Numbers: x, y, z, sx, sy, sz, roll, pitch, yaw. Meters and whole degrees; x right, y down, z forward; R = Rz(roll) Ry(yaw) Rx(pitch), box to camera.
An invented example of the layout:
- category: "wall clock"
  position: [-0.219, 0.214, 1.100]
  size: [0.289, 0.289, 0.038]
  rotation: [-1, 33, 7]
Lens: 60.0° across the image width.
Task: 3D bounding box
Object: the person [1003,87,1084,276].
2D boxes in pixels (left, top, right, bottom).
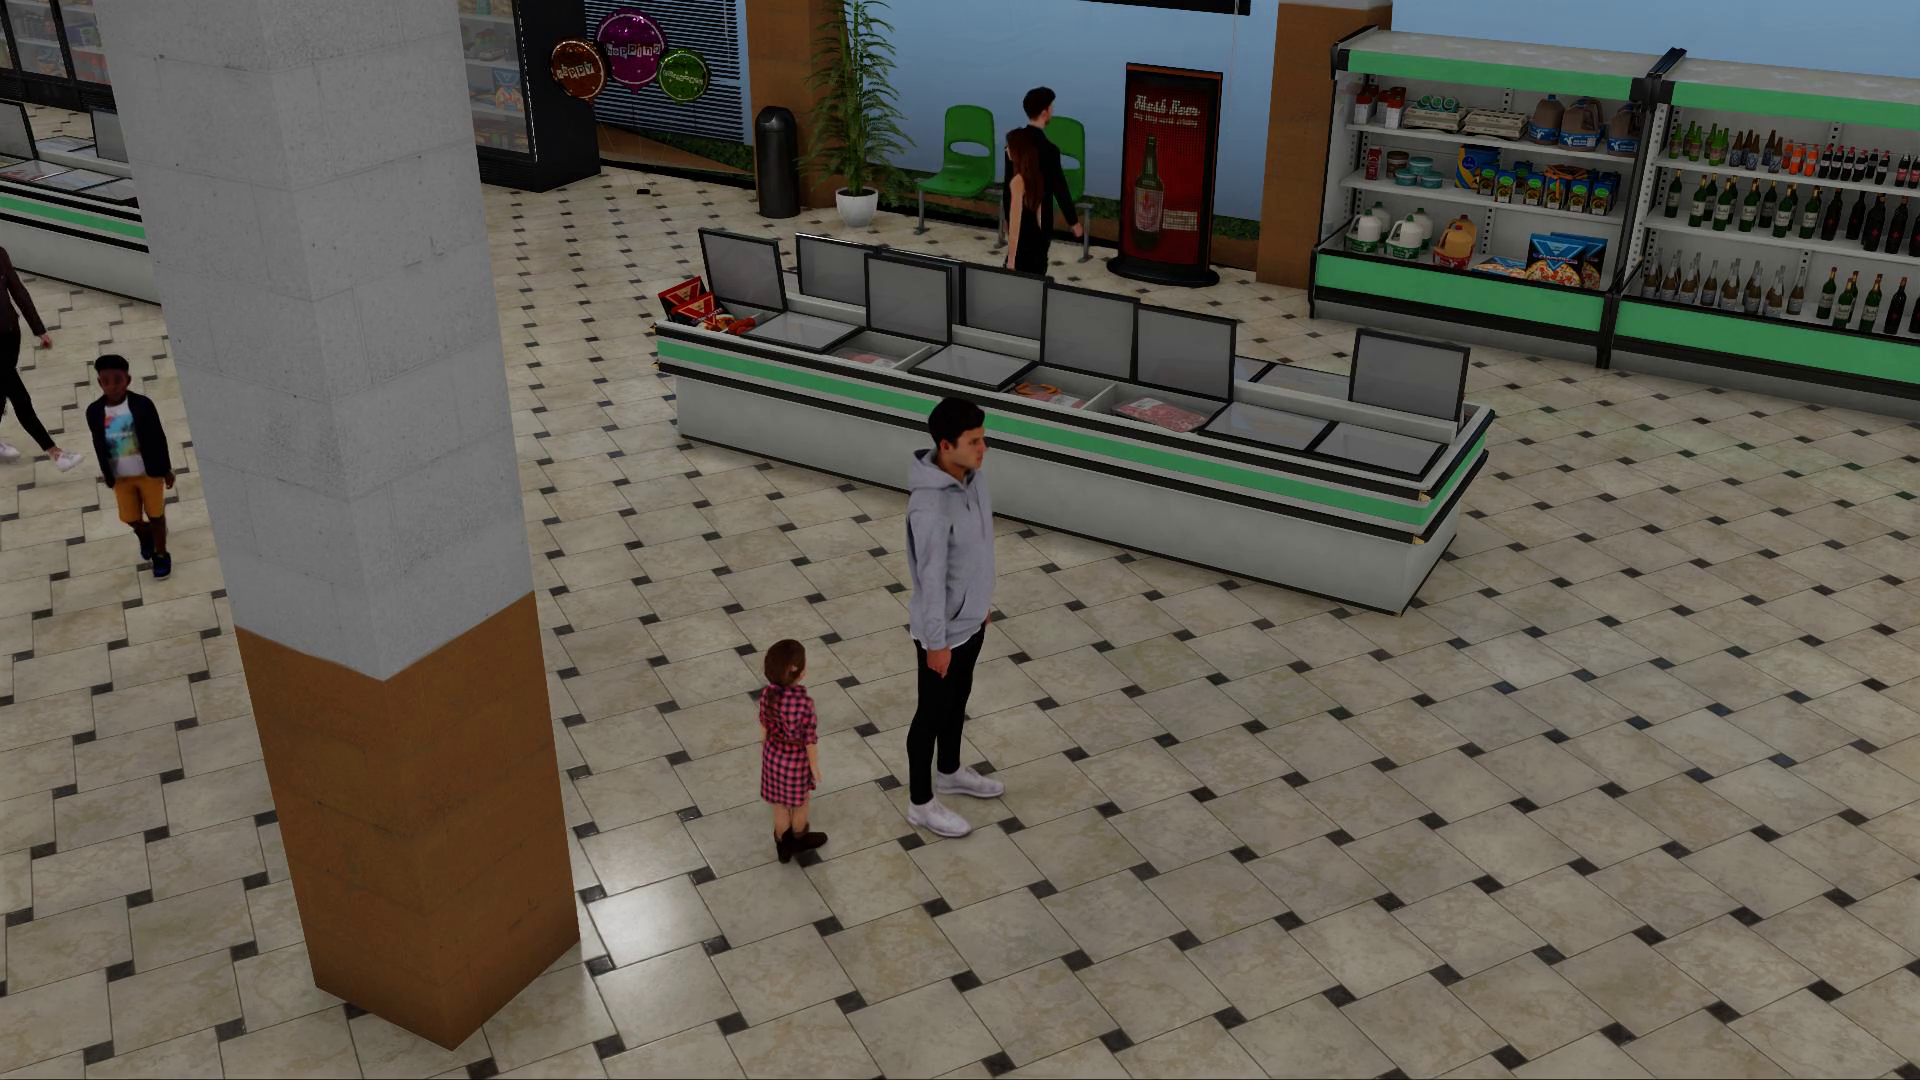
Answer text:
- category: "person"
  position: [0.480, -2.275, 11.997]
  size: [1.066, 1.855, 1.086]
  rotation: [-15, 31, -28]

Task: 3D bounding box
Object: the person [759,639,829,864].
- category: "person"
  position: [-0.696, 0.870, 6.721]
  size: [0.403, 1.016, 0.499]
  rotation: [12, 29, 22]

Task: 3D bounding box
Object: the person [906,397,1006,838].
- category: "person"
  position: [-0.056, 0.308, 6.824]
  size: [0.620, 1.926, 0.703]
  rotation: [11, 29, 20]

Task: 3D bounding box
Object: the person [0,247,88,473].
- category: "person"
  position: [-5.909, -1.195, 10.098]
  size: [1.176, 1.646, 0.757]
  rotation: [9, 28, 17]

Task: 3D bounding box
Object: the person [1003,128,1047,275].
- category: "person"
  position: [0.527, -1.991, 11.597]
  size: [0.859, 1.710, 0.640]
  rotation: [12, 29, 22]

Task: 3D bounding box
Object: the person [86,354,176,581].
- category: "person"
  position: [-4.451, -0.420, 8.994]
  size: [0.685, 1.263, 0.751]
  rotation: [-9, 28, -17]
